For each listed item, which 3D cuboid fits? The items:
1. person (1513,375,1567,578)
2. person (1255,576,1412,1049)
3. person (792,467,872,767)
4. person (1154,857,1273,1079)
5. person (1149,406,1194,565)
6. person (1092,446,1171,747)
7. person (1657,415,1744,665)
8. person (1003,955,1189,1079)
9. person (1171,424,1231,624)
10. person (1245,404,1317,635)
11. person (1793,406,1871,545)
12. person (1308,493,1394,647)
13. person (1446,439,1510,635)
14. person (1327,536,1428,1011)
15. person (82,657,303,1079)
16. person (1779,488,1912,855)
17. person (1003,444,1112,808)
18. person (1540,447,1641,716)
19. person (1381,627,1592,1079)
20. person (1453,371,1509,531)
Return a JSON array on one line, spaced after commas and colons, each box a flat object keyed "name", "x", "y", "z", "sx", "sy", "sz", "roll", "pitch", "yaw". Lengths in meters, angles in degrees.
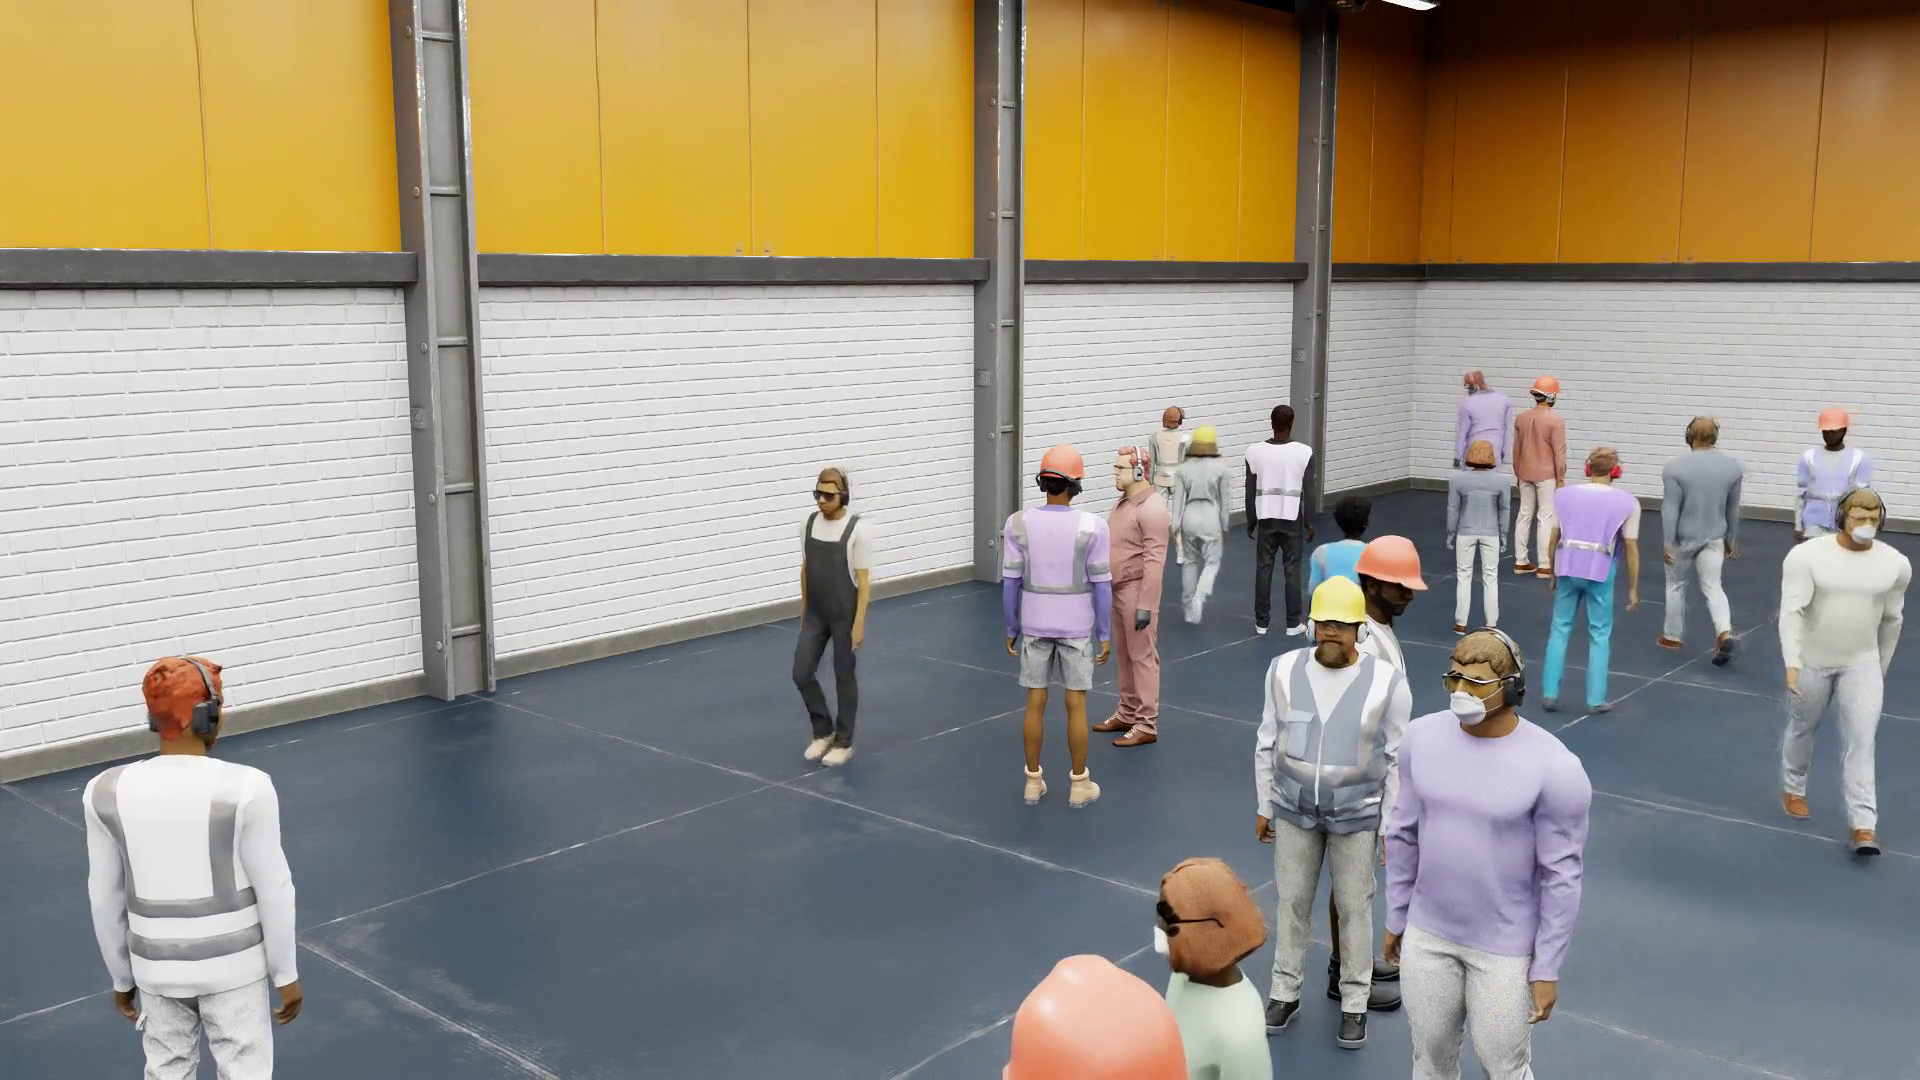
[{"name": "person", "x": 5.743, "y": -0.629, "z": 16.449, "sx": 0.378, "sy": 1.996, "sz": 0.610, "roll": -5, "pitch": 10, "yaw": -30}, {"name": "person", "x": 1.425, "y": 1.042, "z": 6.452, "sx": 0.590, "sy": 1.837, "sz": 0.404, "roll": 4, "pitch": 10, "yaw": 24}, {"name": "person", "x": -0.783, "y": 0.474, "z": 10.010, "sx": 0.519, "sy": 1.832, "sz": 0.466, "roll": 5, "pitch": 10, "yaw": 27}, {"name": "person", "x": 0.583, "y": 1.541, "z": 3.960, "sx": 0.268, "sy": 1.630, "sz": 0.507, "roll": -2, "pitch": 9, "yaw": -10}, {"name": "person", "x": 2.178, "y": -0.558, "z": 17.115, "sx": 0.525, "sy": 1.639, "sz": 0.307, "roll": 4, "pitch": 10, "yaw": 25}, {"name": "person", "x": 1.083, "y": 0.350, "z": 10.584, "sx": 0.410, "sy": 1.909, "sz": 0.643, "roll": -2, "pitch": 9, "yaw": -15}, {"name": "person", "x": 5.733, "y": -0.010, "z": 12.856, "sx": 0.629, "sy": 1.906, "sz": 0.911, "roll": 0, "pitch": 9, "yaw": 1}, {"name": "person", "x": 0.196, "y": 1.587, "z": 2.391, "sx": 0.615, "sy": 2.038, "sz": 0.395, "roll": -5, "pitch": 10, "yaw": -29}, {"name": "person", "x": 2.019, "y": -0.119, "z": 14.088, "sx": 0.499, "sy": 1.716, "sz": 0.624, "roll": 4, "pitch": 10, "yaw": 22}, {"name": "person", "x": 2.645, "y": -0.162, "z": 13.770, "sx": 0.591, "sy": 1.916, "sz": 0.393, "roll": 3, "pitch": 10, "yaw": 21}, {"name": "person", "x": 7.184, "y": -0.158, "z": 13.730, "sx": 0.556, "sy": 1.917, "sz": 0.601, "roll": 6, "pitch": 11, "yaw": 33}, {"name": "person", "x": 2.320, "y": 0.557, "z": 9.985, "sx": 0.539, "sy": 1.679, "sz": 0.700, "roll": 8, "pitch": 12, "yaw": 41}, {"name": "person", "x": 4.278, "y": -0.021, "z": 13.765, "sx": 0.501, "sy": 1.633, "sz": 0.283, "roll": 2, "pitch": 9, "yaw": 14}, {"name": "person", "x": 1.697, "y": 0.935, "z": 6.829, "sx": 0.376, "sy": 1.931, "sz": 0.542, "roll": 3, "pitch": 10, "yaw": 18}, {"name": "person", "x": -2.225, "y": 1.267, "z": 4.890, "sx": 0.572, "sy": 1.886, "sz": 0.354, "roll": 0, "pitch": 9, "yaw": 1}, {"name": "person", "x": 4.620, "y": 0.658, "z": 8.746, "sx": 0.639, "sy": 1.879, "sz": 1.051, "roll": 2, "pitch": 9, "yaw": 15}, {"name": "person", "x": 0.552, "y": 0.480, "z": 9.336, "sx": 0.615, "sy": 2.041, "sz": 0.388, "roll": 3, "pitch": 9, "yaw": 16}, {"name": "person", "x": 4.266, "y": 0.284, "z": 11.250, "sx": 0.630, "sy": 1.823, "sz": 0.480, "roll": 6, "pitch": 11, "yaw": 31}, {"name": "person", "x": 1.558, "y": 1.215, "z": 5.050, "sx": 0.372, "sy": 1.940, "sz": 0.632, "roll": -9, "pitch": 13, "yaw": -43}, {"name": "person", "x": 6.043, "y": -1.019, "z": 19.317, "sx": 0.683, "sy": 1.881, "sz": 0.399, "roll": -2, "pitch": 9, "yaw": -10}]
